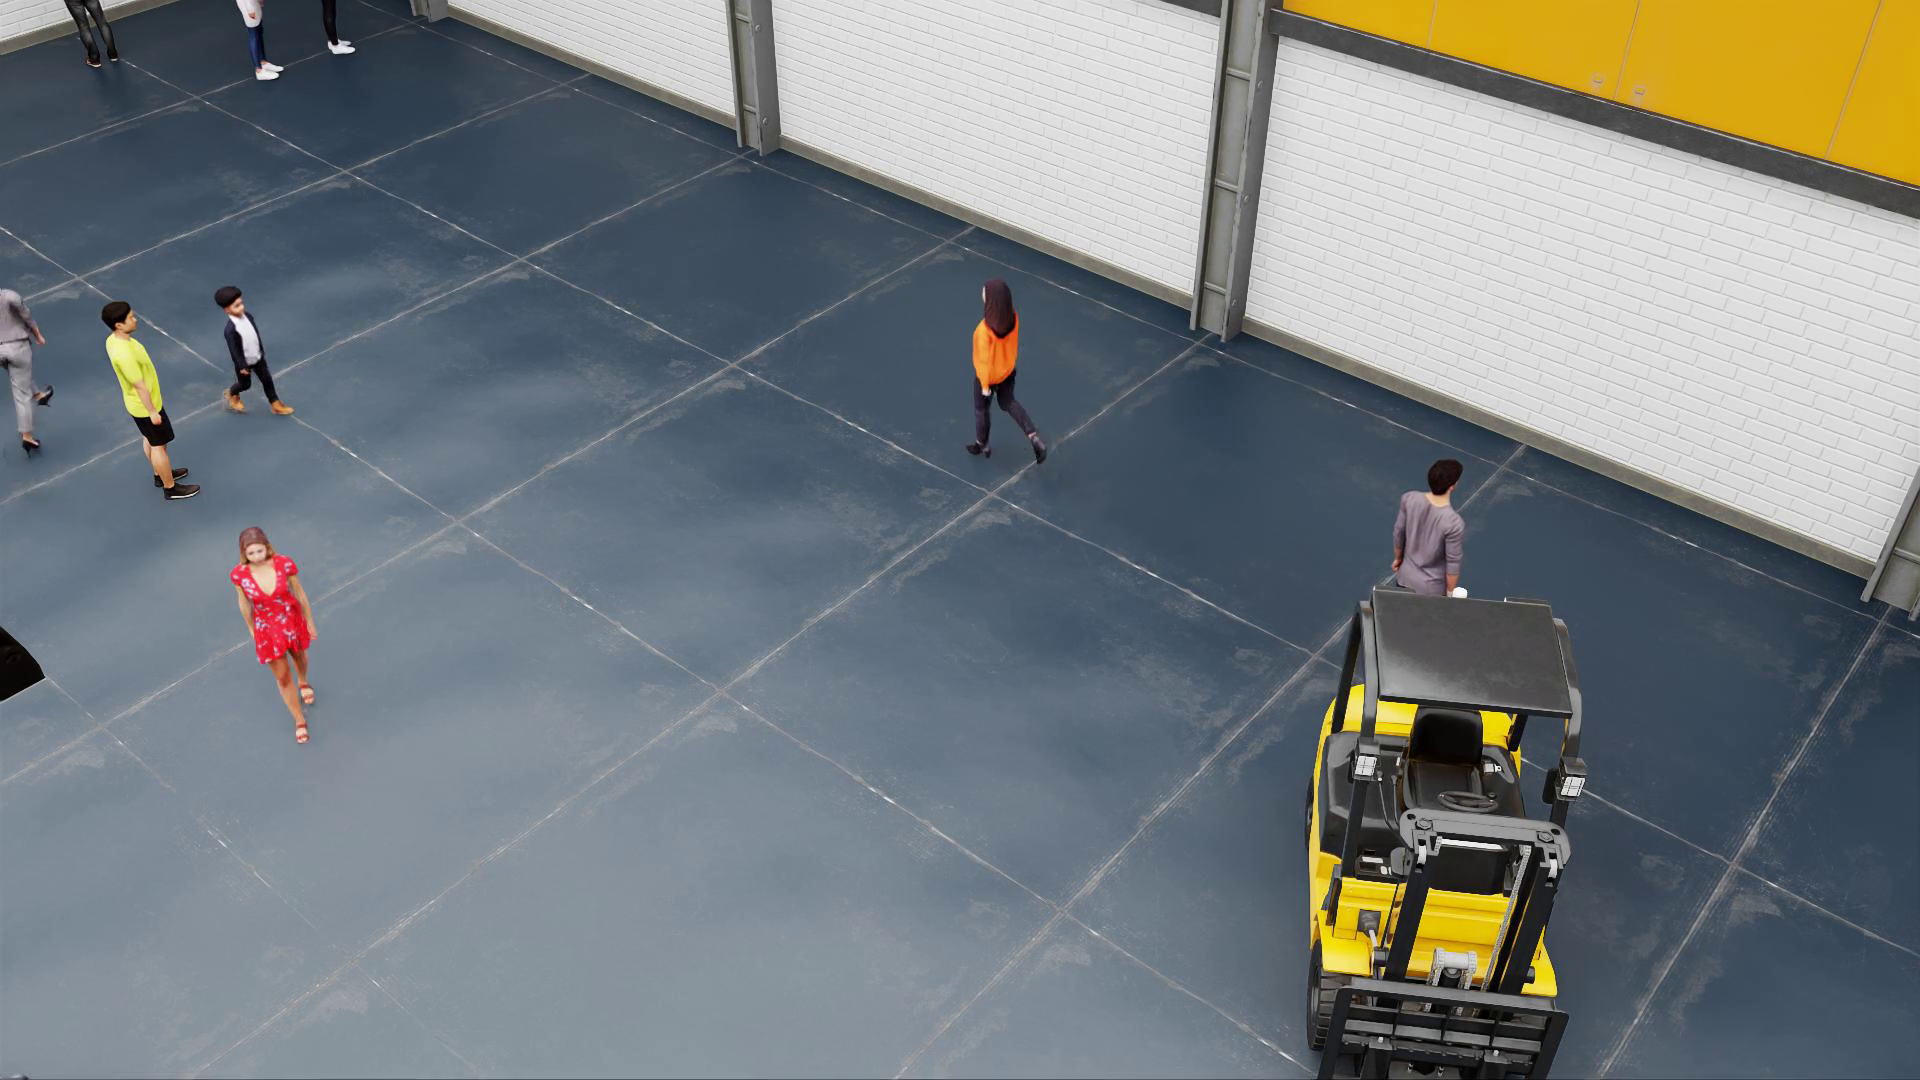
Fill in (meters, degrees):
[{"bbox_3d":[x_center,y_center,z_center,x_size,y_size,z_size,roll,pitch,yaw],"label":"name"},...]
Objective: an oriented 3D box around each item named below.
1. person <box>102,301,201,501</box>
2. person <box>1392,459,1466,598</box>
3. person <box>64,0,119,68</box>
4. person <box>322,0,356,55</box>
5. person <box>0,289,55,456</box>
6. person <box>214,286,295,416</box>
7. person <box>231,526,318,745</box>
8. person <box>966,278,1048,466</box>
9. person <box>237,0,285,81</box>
[{"bbox_3d":[-6.377,-1.095,12.974,0.736,1.707,0.541,-24,45,-27],"label":"person"},{"bbox_3d":[3.121,0.231,11.196,0.776,1.854,0.550,-26,45,-29],"label":"person"},{"bbox_3d":[-10.461,-6.540,19.716,0.535,1.803,0.650,31,48,32],"label":"person"},{"bbox_3d":[-7.676,-6.750,20.029,0.724,1.740,0.607,-15,41,-18],"label":"person"},{"bbox_3d":[-7.701,-1.438,13.477,1.098,1.615,1.182,-5,39,-6],"label":"person"},{"bbox_3d":[-6.040,-1.569,13.967,0.875,1.208,0.655,14,41,17],"label":"person"},{"bbox_3d":[-4.528,0.507,11.077,0.792,1.571,0.972,-17,42,-20],"label":"person"},{"bbox_3d":[0.362,-1.296,13.210,0.996,1.726,0.633,25,45,28],"label":"person"},{"bbox_3d":[-8.296,-6.272,19.403,0.745,1.775,0.677,-5,39,-6],"label":"person"}]
